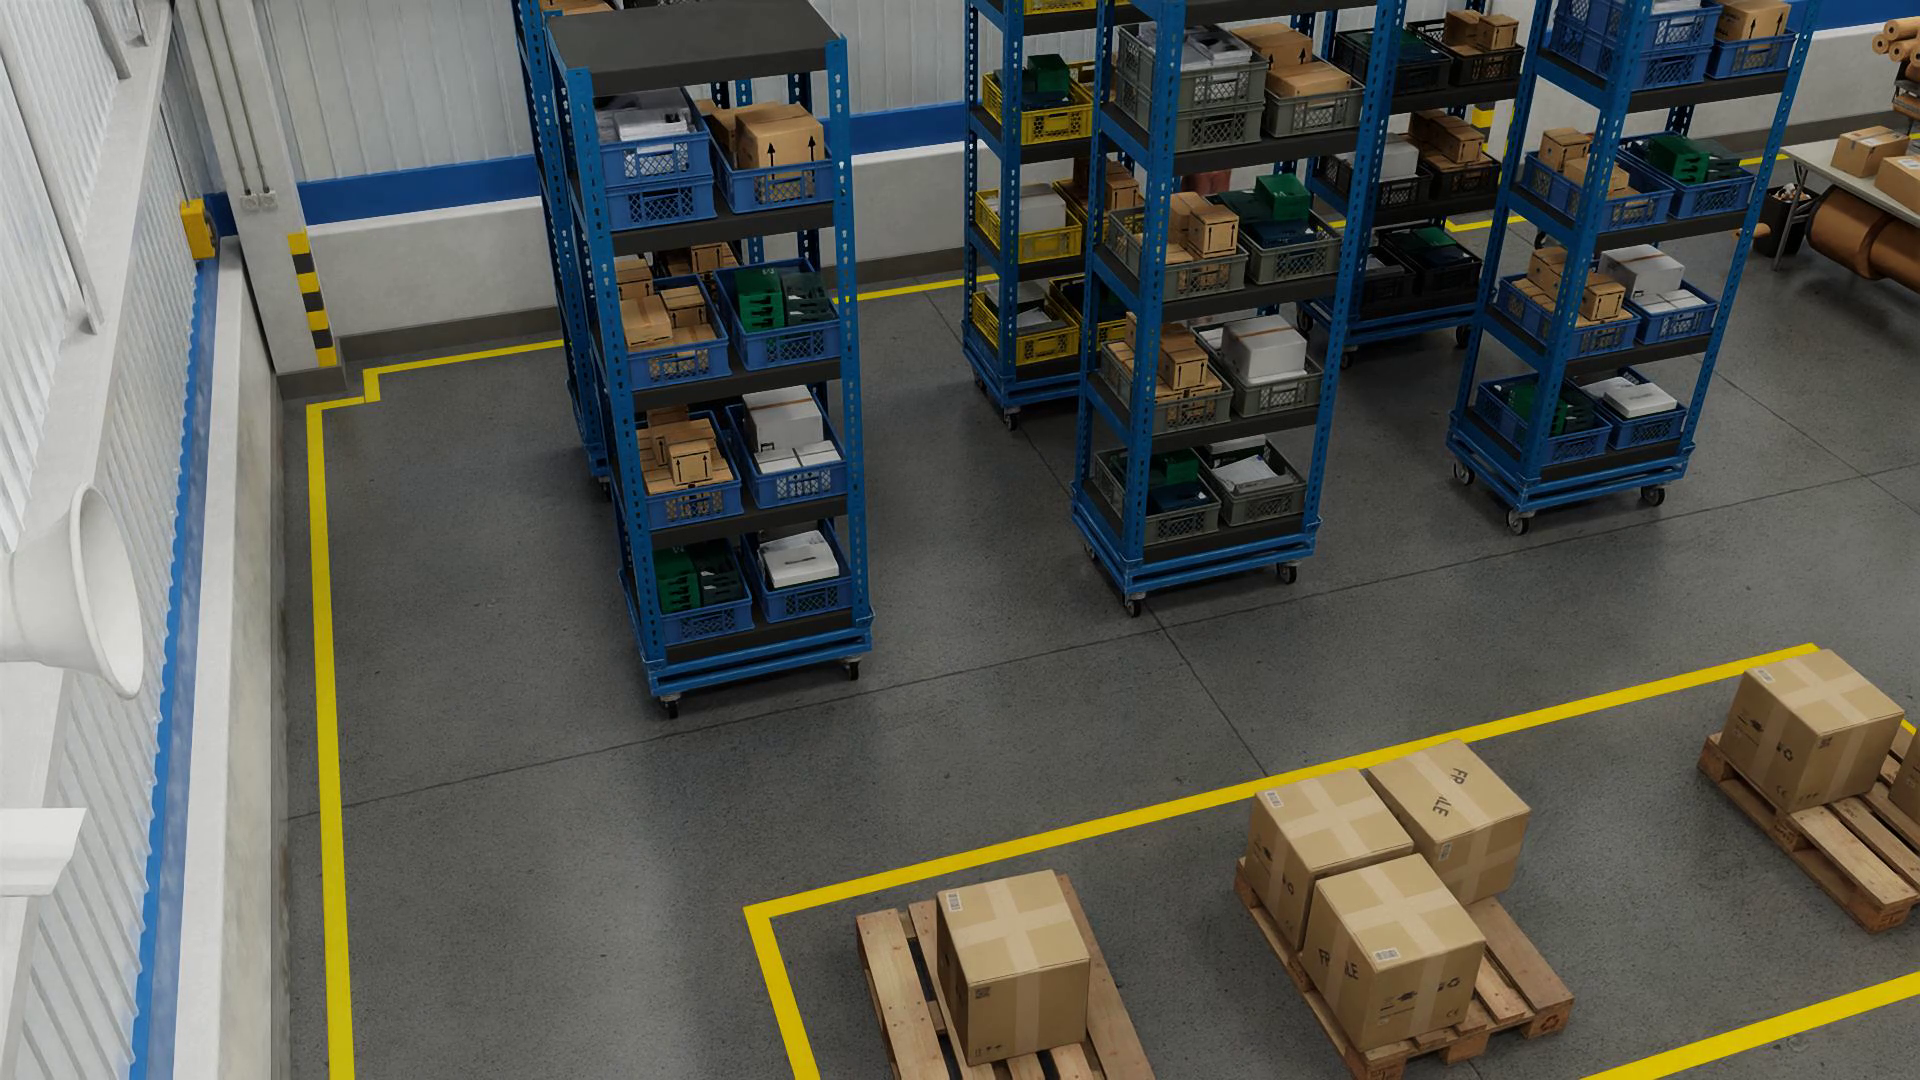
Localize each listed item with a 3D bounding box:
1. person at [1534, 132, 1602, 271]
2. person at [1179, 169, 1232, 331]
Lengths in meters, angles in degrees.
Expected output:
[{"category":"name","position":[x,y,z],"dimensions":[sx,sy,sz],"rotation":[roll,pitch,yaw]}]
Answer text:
[{"category":"person","position":[4.366,-2.134,11.886],"dimensions":[0.518,1.632,0.314],"rotation":[24,41,30]},{"category":"person","position":[1.681,-2.193,11.657],"dimensions":[0.375,1.995,0.611],"rotation":[14,38,19]}]
